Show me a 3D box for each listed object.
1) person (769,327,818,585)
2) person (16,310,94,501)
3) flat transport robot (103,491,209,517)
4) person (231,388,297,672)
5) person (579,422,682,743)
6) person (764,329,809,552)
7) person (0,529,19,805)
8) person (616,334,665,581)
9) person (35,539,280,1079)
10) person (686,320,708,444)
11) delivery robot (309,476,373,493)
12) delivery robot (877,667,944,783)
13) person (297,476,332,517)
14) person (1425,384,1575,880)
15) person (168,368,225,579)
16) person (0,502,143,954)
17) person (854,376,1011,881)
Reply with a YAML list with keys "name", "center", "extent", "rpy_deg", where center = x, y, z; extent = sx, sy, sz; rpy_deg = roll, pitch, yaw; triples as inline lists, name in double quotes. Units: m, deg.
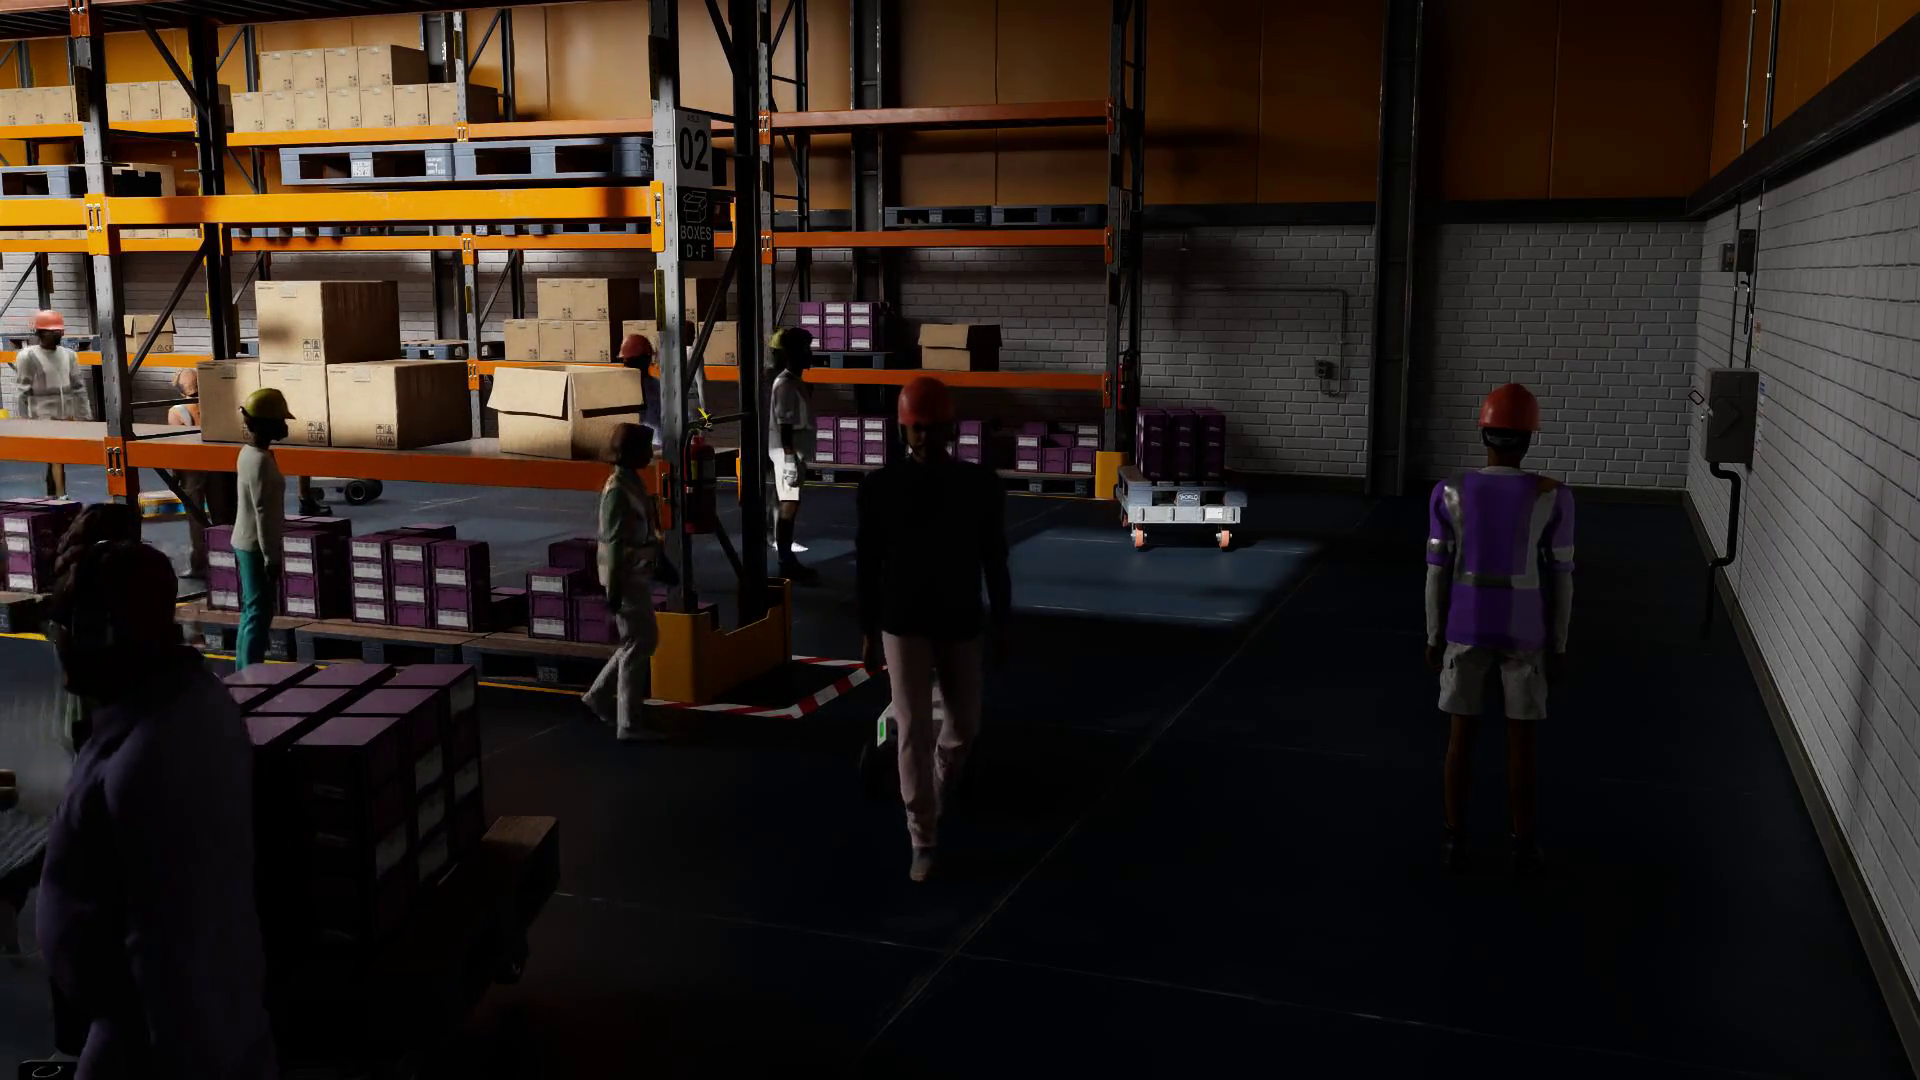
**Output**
- name: "person"
  center: [-1.277, -0.647, 12.752]
  extent: [0.370, 1.965, 0.608]
  rpy_deg: [0, 9, 1]
- name: "person"
  center: [-8.647, -1.195, 16.030]
  extent: [0.815, 2.013, 0.631]
  rpy_deg: [4, 10, 23]
- name: "flat transport robot"
  center: [-7.621, -0.362, 16.271]
  extent: [1.431, 0.197, 0.652]
  rpy_deg: [-6, 11, -34]
- name: "person"
  center: [-3.776, 0.049, 9.064]
  extent: [0.387, 1.754, 0.534]
  rpy_deg: [-5, 10, -28]
- name: "person"
  center: [-1.703, 0.209, 8.462]
  extent: [0.502, 1.618, 0.531]
  rpy_deg: [0, 9, -3]
- name: "person"
  center: [-1.564, -0.849, 14.273]
  extent: [0.645, 1.898, 0.648]
  rpy_deg: [3, 10, 20]
- name: "person"
  center: [-4.477, 0.267, 7.423]
  extent: [0.429, 1.840, 0.624]
  rpy_deg: [-5, 10, -29]
- name: "person"
  center: [-2.357, -0.603, 12.649]
  extent: [0.534, 1.923, 0.550]
  rpy_deg: [4, 10, 24]
- name: "person"
  center: [-1.486, 0.911, 3.307]
  extent: [0.928, 1.867, 0.634]
  rpy_deg: [-3, 9, -15]
- name: "person"
  center: [-2.954, -1.433, 17.940]
  extent: [0.572, 1.886, 0.353]
  rpy_deg: [5, 10, 27]
- name: "delivery robot"
  center: [-6.417, -0.697, 17.191]
  extent: [0.707, 0.478, 0.477]
  rpy_deg: [-1, 9, -5]
- name: "delivery robot"
  center: [-0.155, 0.823, 7.646]
  extent: [0.477, 0.478, 0.707]
  rpy_deg: [1, 9, 9]
- name: "person"
  center: [-6.378, -1.196, 16.291]
  extent: [0.356, 1.937, 0.552]
  rpy_deg: [-3, 10, -21]
- name: "person"
  center: [2.109, 0.357, 6.541]
  extent: [0.549, 1.936, 0.376]
  rpy_deg: [4, 10, 23]
- name: "person"
  center: [-5.929, -0.516, 12.955]
  extent: [0.310, 1.639, 0.514]
  rpy_deg: [4, 10, 21]
- name: "person"
  center: [-2.992, 0.664, 5.698]
  extent: [0.745, 1.600, 0.503]
  rpy_deg: [-3, 10, -20]
- name: "person"
  center: [-0.116, 0.317, 6.695]
  extent: [0.624, 1.970, 0.771]
  rpy_deg: [-1, 9, -5]
